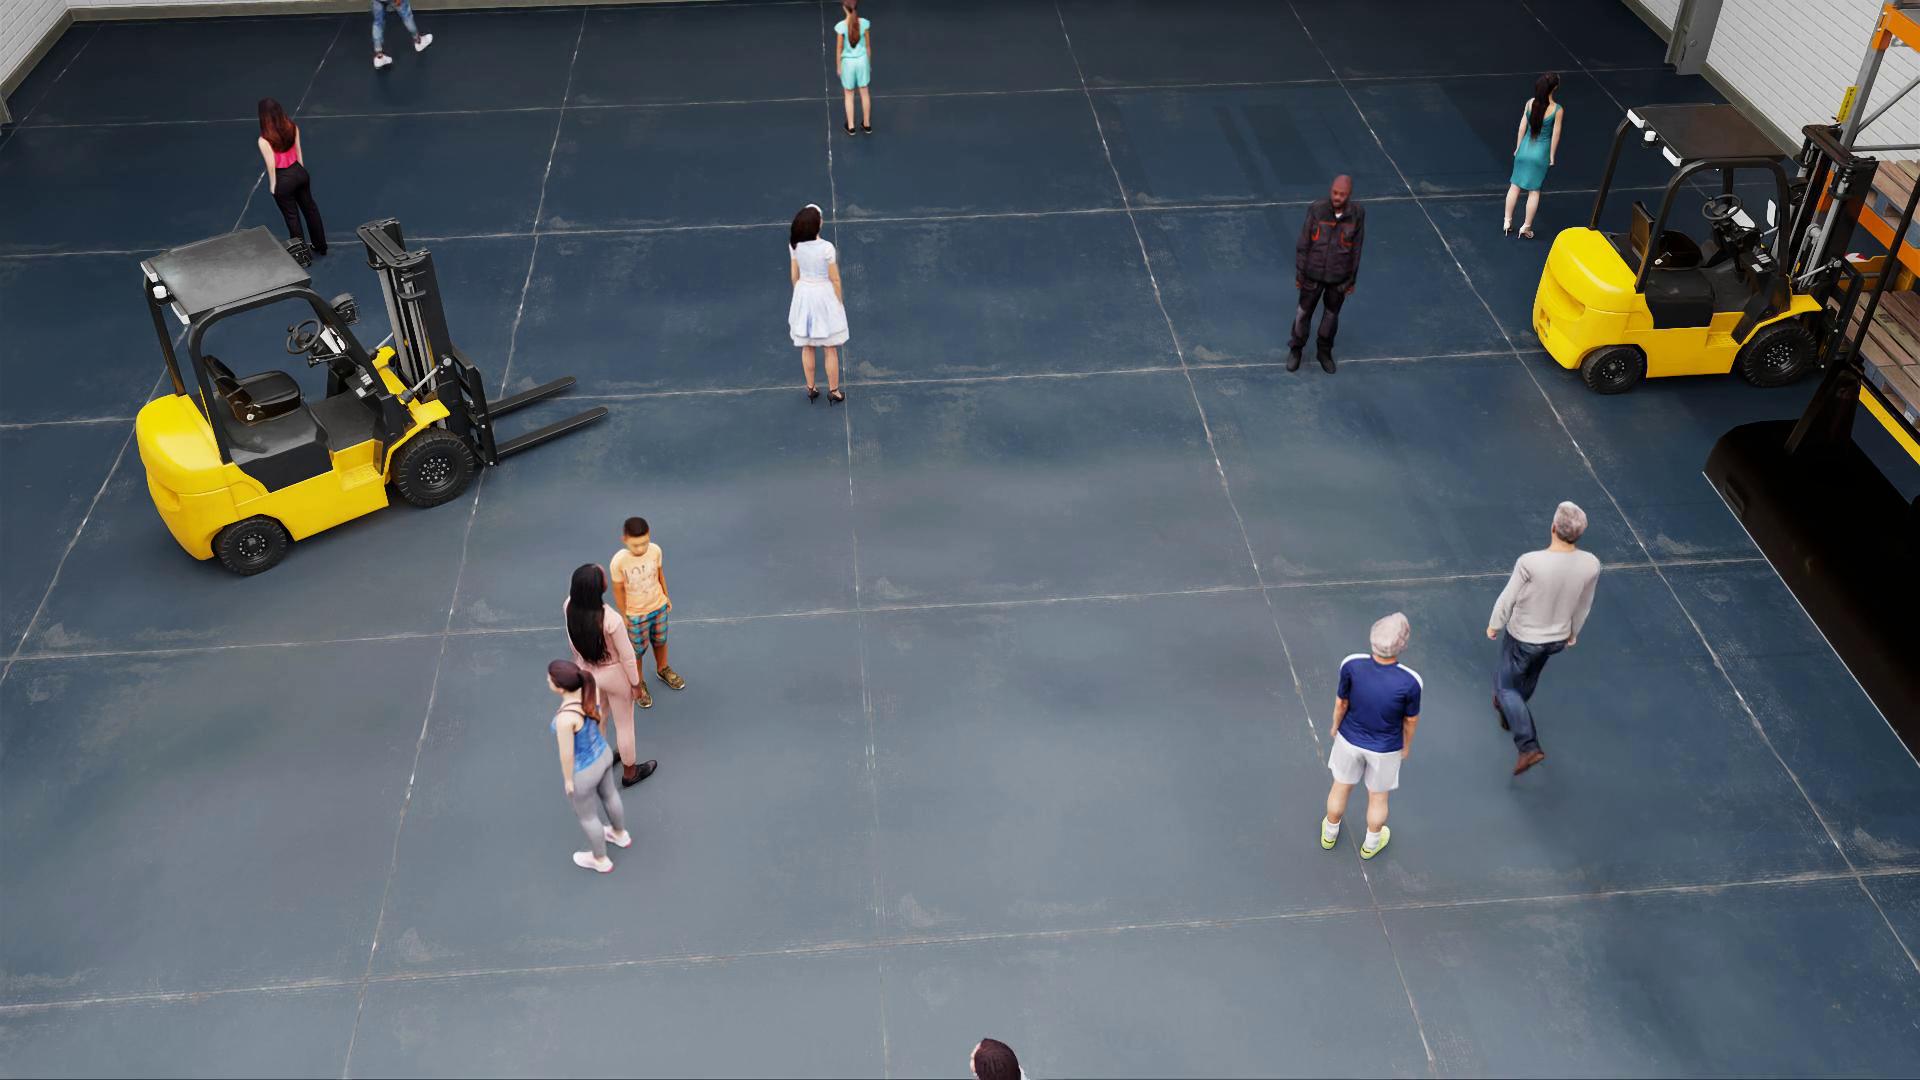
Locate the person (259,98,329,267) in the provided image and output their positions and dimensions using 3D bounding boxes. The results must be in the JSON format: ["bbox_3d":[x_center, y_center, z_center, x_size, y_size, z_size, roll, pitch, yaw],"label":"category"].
[{"bbox_3d":[-6.320,-3.386,15.669,0.723,1.660,0.622,18,42,21],"label":"person"}]

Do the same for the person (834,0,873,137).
[{"bbox_3d":[-1.128,-5.138,17.942,0.593,1.561,0.599,-11,40,-14],"label":"person"}]

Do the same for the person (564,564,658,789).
[{"bbox_3d":[-2.201,0.839,10.330,0.698,1.720,0.717,20,43,23],"label":"person"}]

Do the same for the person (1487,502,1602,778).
[{"bbox_3d":[3.638,0.641,10.446,0.782,1.885,1.112,-5,39,-7],"label":"person"}]

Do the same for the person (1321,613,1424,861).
[{"bbox_3d":[2.425,1.167,9.825,0.721,1.838,0.722,16,41,19],"label":"person"}]

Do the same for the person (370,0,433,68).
[{"bbox_3d":[-6.761,-6.381,19.331,1.064,1.769,1.267,16,41,19],"label":"person"}]

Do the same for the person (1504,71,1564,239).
[{"bbox_3d":[5.540,-3.717,16.062,0.609,1.686,0.668,27,46,29],"label":"person"}]

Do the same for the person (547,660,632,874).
[{"bbox_3d":[-2.199,1.315,9.824,0.702,1.607,0.600,14,41,17],"label":"person"}]

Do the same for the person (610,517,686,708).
[{"bbox_3d":[-2.104,0.439,11.038,0.606,1.461,0.638,-27,46,-30],"label":"person"}]

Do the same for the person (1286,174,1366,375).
[{"bbox_3d":[3.125,-2.304,14.187,0.740,1.818,0.667,4,39,5],"label":"person"}]

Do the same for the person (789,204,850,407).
[{"bbox_3d":[-1.177,-1.919,13.704,0.819,1.818,0.855,12,40,15],"label":"person"}]
